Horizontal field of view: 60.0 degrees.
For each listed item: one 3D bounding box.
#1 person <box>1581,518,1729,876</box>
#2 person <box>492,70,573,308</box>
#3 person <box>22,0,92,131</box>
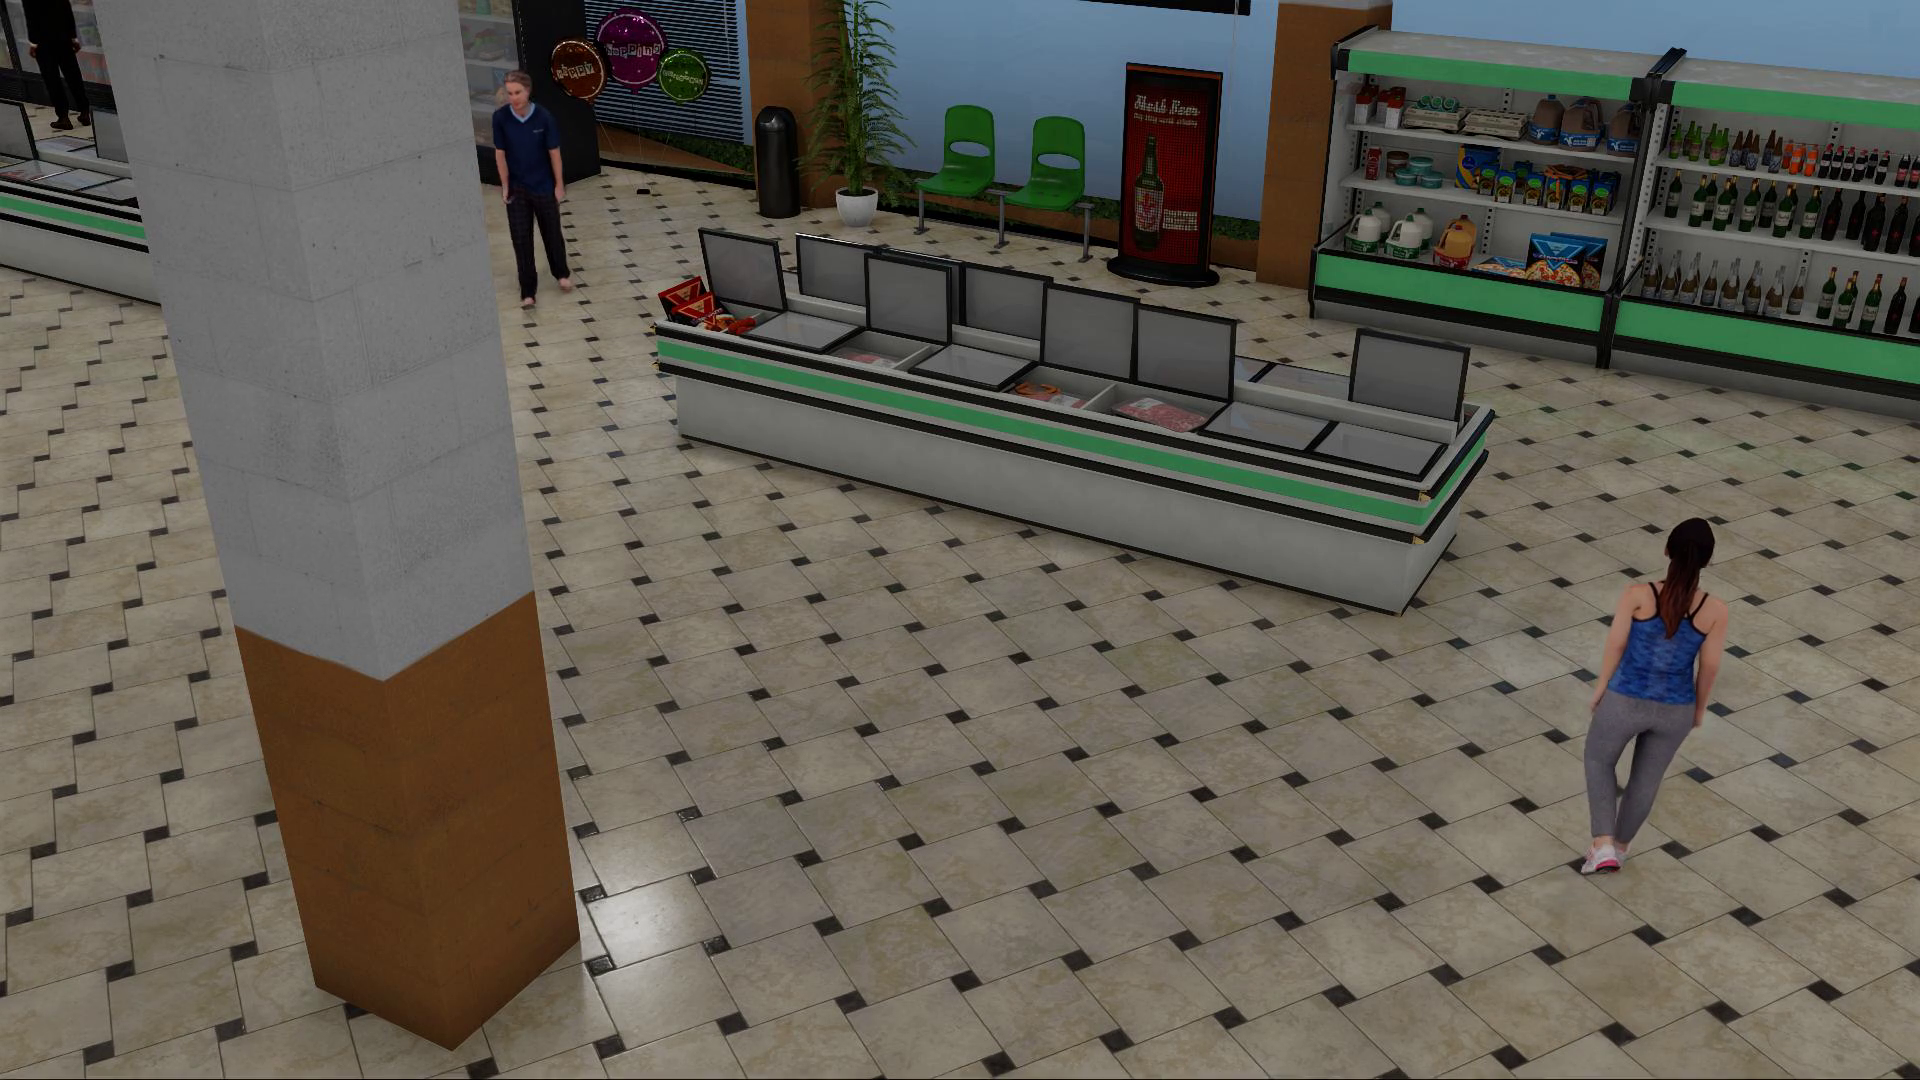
[{"bbox_3d":[2.668,0.671,6.468,0.773,1.602,0.733,8,28,16],"label":"person"},{"bbox_3d":[-3.354,-2.750,12.991,1.177,1.802,1.167,-5,27,-10],"label":"person"},{"bbox_3d":[-10.016,-5.524,18.348,0.634,1.904,0.731,19,32,32],"label":"person"}]
